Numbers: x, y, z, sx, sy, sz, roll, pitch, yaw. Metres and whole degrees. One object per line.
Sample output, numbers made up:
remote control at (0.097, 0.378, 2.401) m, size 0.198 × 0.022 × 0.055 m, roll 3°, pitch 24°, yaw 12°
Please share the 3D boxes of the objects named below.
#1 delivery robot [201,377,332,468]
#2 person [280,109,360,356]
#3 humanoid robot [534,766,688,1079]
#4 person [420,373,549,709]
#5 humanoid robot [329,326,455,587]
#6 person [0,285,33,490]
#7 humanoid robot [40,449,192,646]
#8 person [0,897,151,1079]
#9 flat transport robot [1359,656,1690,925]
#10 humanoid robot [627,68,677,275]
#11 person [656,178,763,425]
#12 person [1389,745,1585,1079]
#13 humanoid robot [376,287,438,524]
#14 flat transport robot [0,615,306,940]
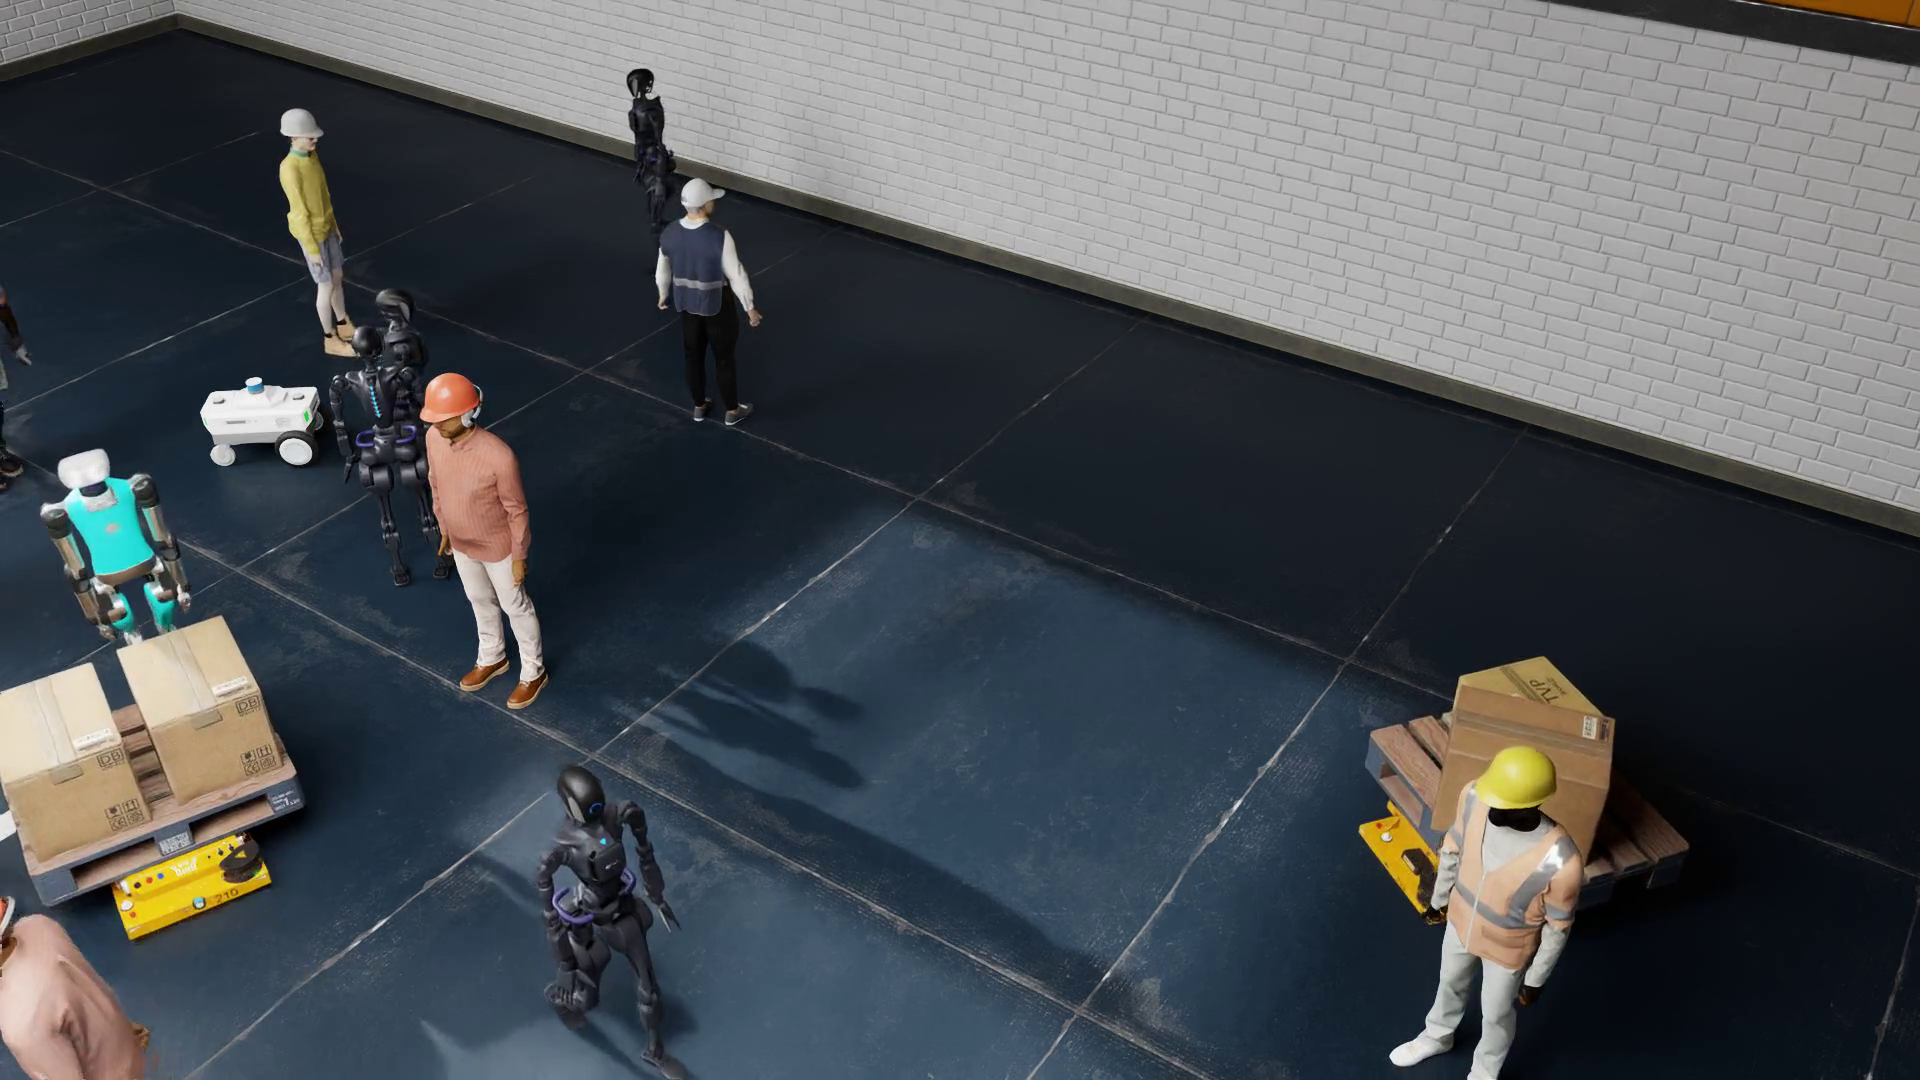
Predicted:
delivery robot at (-4.648, -0.801, 11.176) m, size 0.811 × 0.613 × 0.499 m, roll -3°, pitch 35°, yaw -5°
person at (-4.637, -2.209, 12.024) m, size 0.412 × 1.880 × 0.487 m, roll 1°, pitch 35°, yaw 2°
humanoid robot at (-1.493, 1.542, 6.855) m, size 0.693 × 1.637 × 0.588 m, roll 26°, pitch 43°, yaw 32°
person at (-2.517, 0.003, 8.756) m, size 0.616 × 1.994 × 0.378 m, roll 18°, pitch 39°, yaw 23°
humanoid robot at (-3.327, -0.488, 9.720) m, size 0.599 × 1.657 × 0.315 m, roll -7°, pitch 36°, yaw -10°
person at (-6.312, -1.220, 10.562) m, size 0.565 × 1.923 × 0.621 m, roll 24°, pitch 42°, yaw 30°
humanoid robot at (-4.323, 0.229, 8.644) m, size 0.548 × 1.770 × 0.684 m, roll -22°, pitch 41°, yaw -29°
person at (-3.066, 1.921, 6.072) m, size 0.930 × 1.940 × 0.633 m, roll -15°, pitch 38°, yaw -20°
flat transport robot at (2.769, 1.444, 8.200) m, size 1.431 × 0.231 × 0.659 m, roll -11°, pitch 37°, yaw -16°
humanoid robot at (-2.371, -2.944, 13.253) m, size 0.549 × 1.644 × 0.603 m, roll -17°, pitch 39°, yaw -23°
person at (-1.721, -1.593, 11.241) m, size 0.759 × 1.756 × 0.444 m, roll 11°, pitch 37°, yaw 16°
person at (2.095, 1.552, 6.603) m, size 0.380 × 1.922 × 0.591 m, roll -20°, pitch 40°, yaw -26°
humanoid robot at (-3.307, -0.790, 10.164) m, size 0.359 × 1.654 × 0.584 m, roll -9°, pitch 36°, yaw -13°
flat transport robot at (-3.991, 1.360, 8.319) m, size 0.659 × 0.231 × 1.431 m, roll -21°, pitch 40°, yaw -27°
